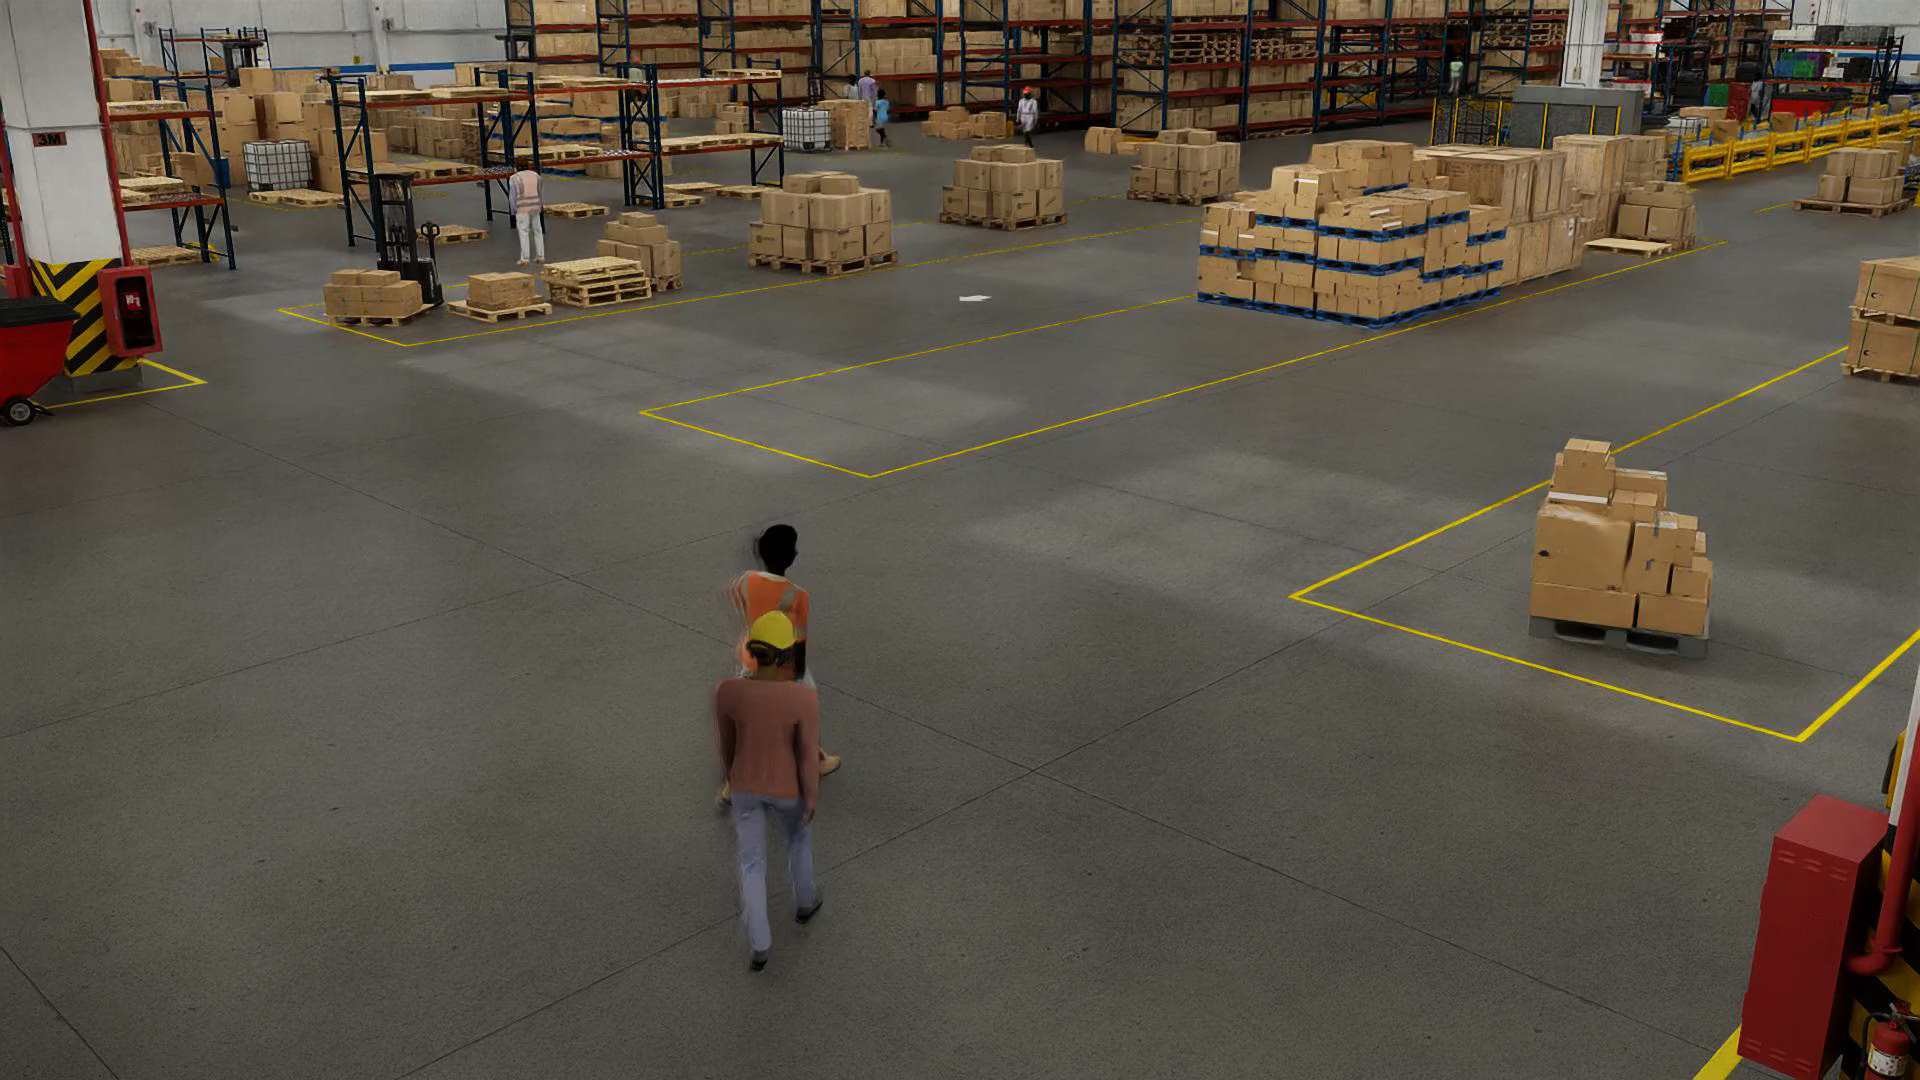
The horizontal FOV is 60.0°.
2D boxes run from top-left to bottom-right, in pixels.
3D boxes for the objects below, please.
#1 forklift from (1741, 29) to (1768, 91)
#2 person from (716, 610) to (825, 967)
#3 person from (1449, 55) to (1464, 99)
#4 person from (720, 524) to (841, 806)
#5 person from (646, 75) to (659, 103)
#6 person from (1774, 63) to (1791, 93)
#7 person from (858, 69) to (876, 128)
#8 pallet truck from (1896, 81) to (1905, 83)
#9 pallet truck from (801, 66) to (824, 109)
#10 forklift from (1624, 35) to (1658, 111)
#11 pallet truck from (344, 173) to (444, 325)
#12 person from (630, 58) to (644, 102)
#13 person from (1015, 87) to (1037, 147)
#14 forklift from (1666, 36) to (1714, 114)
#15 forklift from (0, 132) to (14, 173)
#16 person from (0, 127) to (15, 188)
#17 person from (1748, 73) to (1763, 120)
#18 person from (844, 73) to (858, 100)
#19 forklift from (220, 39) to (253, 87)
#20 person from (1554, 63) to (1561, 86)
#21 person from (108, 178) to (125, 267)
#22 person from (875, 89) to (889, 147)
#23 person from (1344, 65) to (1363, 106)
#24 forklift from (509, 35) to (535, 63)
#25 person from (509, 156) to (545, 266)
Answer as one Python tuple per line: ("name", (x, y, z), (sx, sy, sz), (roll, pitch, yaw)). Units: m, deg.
("forklift", (34.886, -21.069, 73.261), (1.129, 2.768, 1.873), (11, 21, 29))
("person", (-0.904, 1.151, 8.090), (0.529, 1.741, 0.743), (2, 18, 6))
("person", (21.176, -19.757, 70.939), (0.607, 1.831, 0.444), (12, 22, 33))
("person", (-1.066, 0.704, 9.570), (0.528, 1.655, 0.864), (11, 21, 30))
("person", (-9.877, -13.993, 53.455), (0.391, 1.913, 0.587), (8, 20, 22))
("person", (31.587, -17.428, 63.879), (0.597, 1.887, 1.075), (8, 20, 22))
("person", (-3.133, -14.882, 56.095), (0.629, 1.937, 0.379), (5, 19, 15))
("pallet truck", (34.802, -16.331, 61.455), (0.653, 1.274, 1.630), (17, 25, 41))
("pallet truck", (-4.812, -15.182, 56.903), (0.823, 1.965, 1.885), (-9, 21, -26))
("forklift", (25.736, -17.745, 63.246), (1.129, 2.768, 1.873), (17, 25, 41))
("pallet truck", (-8.209, -4.181, 23.757), (0.823, 1.965, 1.885), (3, 19, 9))
("person", (-12.566, -17.701, 64.582), (1.030, 1.954, 0.602), (-16, 24, -40))
("person", (1.908, -11.882, 47.152), (0.542, 1.890, 1.018), (11, 21, 29))
("forklift", (27.341, -17.291, 61.877), (1.129, 2.768, 1.873), (17, 25, 41))
("forklift", (-24.027, -10.894, 42.604), (1.129, 2.768, 1.873), (17, 25, 41))
("person", (-22.191, -8.933, 38.244), (1.002, 1.900, 0.644), (13, 22, 34))
("person", (28.130, -15.735, 59.078), (0.742, 1.667, 0.547), (-3, 19, -8))
("person", (-3.519, -14.027, 53.524), (0.885, 1.942, 0.613), (16, 24, 39))
("forklift", (-25.485, -16.302, 58.898), (1.873, 2.768, 1.129), (17, 25, 41))
("person", (22.763, -17.172, 63.088), (0.456, 1.879, 0.698), (-8, 20, -22))
("person", (-12.695, -4.467, 24.831), (0.677, 1.861, 0.598), (-10, 21, -27))
("person", (-2.286, -12.491, 49.293), (0.538, 1.681, 0.562), (-17, 25, -41))
("person", (15.884, -18.302, 66.917), (0.806, 1.604, 0.515), (12, 22, 33))
("forklift", (-16.798, -18.035, 64.120), (1.873, 2.768, 1.129), (17, 25, 41))
("person", (-7.362, -5.579, 28.237), (0.431, 1.835, 0.624), (16, 24, 39))
